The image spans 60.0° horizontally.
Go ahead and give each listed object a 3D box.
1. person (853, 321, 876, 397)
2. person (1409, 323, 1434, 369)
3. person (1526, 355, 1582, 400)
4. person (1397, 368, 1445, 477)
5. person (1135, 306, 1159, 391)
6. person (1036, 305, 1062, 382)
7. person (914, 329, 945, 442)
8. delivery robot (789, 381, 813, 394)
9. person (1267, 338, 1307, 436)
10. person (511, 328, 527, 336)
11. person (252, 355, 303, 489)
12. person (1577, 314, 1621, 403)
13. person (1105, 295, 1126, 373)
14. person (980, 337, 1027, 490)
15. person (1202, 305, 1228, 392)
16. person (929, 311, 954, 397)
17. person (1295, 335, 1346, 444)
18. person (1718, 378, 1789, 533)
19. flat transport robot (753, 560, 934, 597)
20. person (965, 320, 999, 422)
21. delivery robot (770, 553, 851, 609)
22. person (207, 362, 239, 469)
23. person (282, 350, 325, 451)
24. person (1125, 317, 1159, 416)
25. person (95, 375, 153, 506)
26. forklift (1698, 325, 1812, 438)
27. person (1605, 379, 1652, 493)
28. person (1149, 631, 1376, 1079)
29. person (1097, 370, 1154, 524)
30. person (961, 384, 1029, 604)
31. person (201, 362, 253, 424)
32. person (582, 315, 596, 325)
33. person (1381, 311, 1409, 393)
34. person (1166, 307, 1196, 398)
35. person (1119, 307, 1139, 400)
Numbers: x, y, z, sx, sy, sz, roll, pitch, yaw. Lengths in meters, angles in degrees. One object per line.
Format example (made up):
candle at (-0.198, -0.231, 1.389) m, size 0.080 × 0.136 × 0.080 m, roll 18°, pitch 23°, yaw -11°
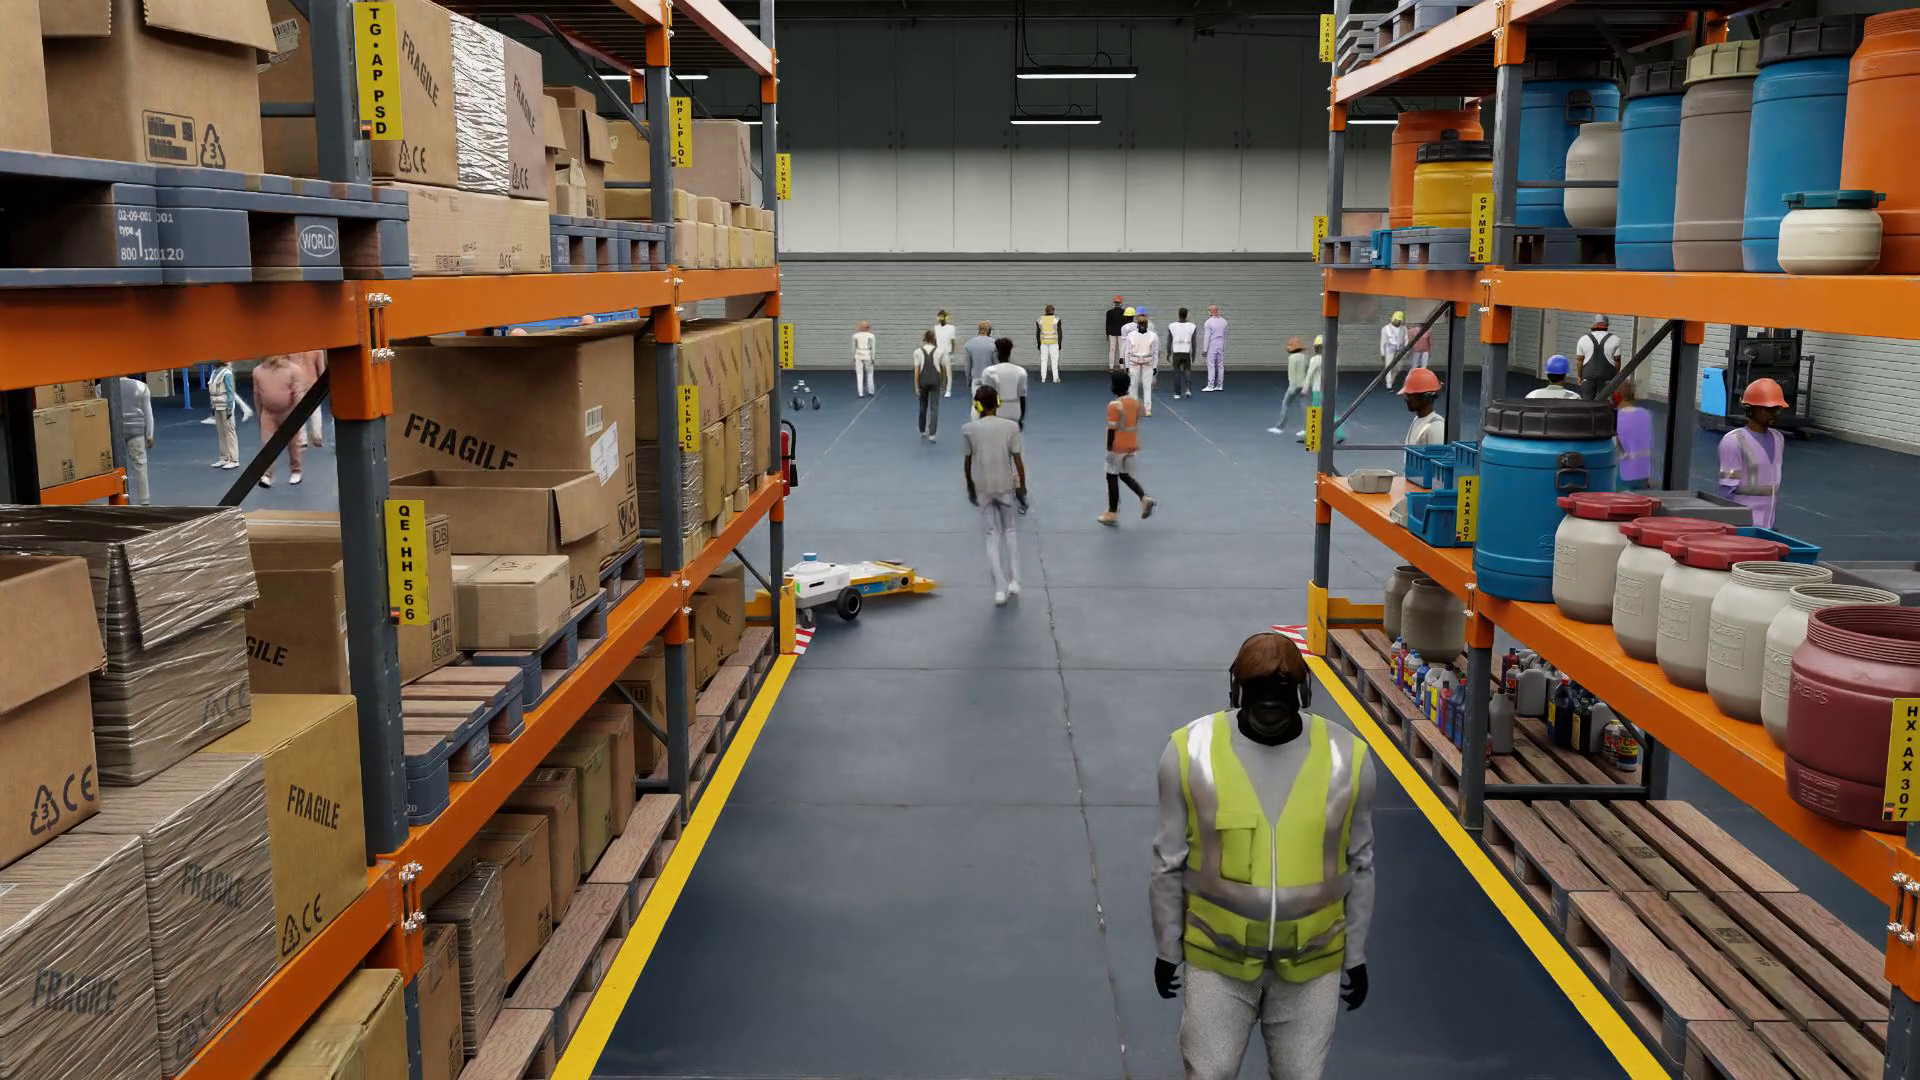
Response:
person at (-2.023, -3.856, 35.464) m, size 0.515 × 1.596 × 0.848 m, roll 2°, pitch 10°, yaw 9°
person at (10.256, -4.194, 37.037) m, size 0.535 × 1.743 × 0.576 m, roll 1°, pitch 10°, yaw 4°
person at (5.825, -0.840, 16.346) m, size 0.605 × 1.951 × 0.379 m, roll 9°, pitch 13°, yaw 43°
person at (3.565, -0.315, 12.934) m, size 0.395 × 2.038 × 0.615 m, roll 0°, pitch 9°, yaw 0°
person at (4.087, -4.232, 36.854) m, size 0.993 × 1.902 × 0.635 m, roll -6°, pitch 11°, yaw -30°
person at (2.144, -4.693, 39.773) m, size 0.619 × 1.837 × 0.430 m, roll 3°, pitch 10°, yaw 17°
person at (-0.491, -2.491, 26.781) m, size 0.495 × 1.785 × 0.964 m, roll 0°, pitch 9°, yaw 2°
delivery robot at (-3.101, -3.004, 32.552) m, size 0.335 × 0.223 × 0.698 m, roll -5°, pitch 11°, yaw -30°
person at (5.472, -2.526, 27.478) m, size 0.805 × 1.592 × 0.517 m, roll 8°, pitch 12°, yaw 39°
person at (-6.081, -1.965, 23.123) m, size 0.375 × 1.939 × 0.546 m, roll 4°, pitch 10°, yaw 21°
person at (-8.690, -1.601, 21.196) m, size 0.640 × 1.855 × 0.999 m, roll -1°, pitch 10°, yaw -7°
person at (10.435, -2.674, 27.189) m, size 0.676 × 2.000 × 0.536 m, roll 4°, pitch 10°, yaw 25°
person at (4.094, -5.350, 43.227) m, size 0.622 × 1.993 × 0.382 m, roll 2°, pitch 10°, yaw 14°
person at (0.558, -1.536, 20.540) m, size 0.612 × 1.942 × 0.772 m, roll -4°, pitch 10°, yaw -22°
person at (5.622, -4.248, 36.913) m, size 0.636 × 1.903 × 0.404 m, roll -6°, pitch 11°, yaw -34°
person at (-0.365, -3.908, 35.079) m, size 0.536 × 1.823 × 0.946 m, roll 4°, pitch 10°, yaw 22°
person at (5.684, -2.341, 26.010) m, size 0.911 × 1.721 × 0.525 m, roll 8°, pitch 12°, yaw 40°
person at (5.618, -0.123, 11.773) m, size 0.616 × 2.041 × 0.380 m, roll -6°, pitch 11°, yaw -31°
flat transport robot at (-0.989, 0.368, 14.260) m, size 1.431 × 0.197 × 0.652 m, roll -7°, pitch 12°, yaw -36°
person at (0.379, -2.552, 26.663) m, size 0.628 × 1.931 × 0.374 m, roll 4°, pitch 10°, yaw 22°
delivery robot at (-1.194, 0.346, 13.259) m, size 0.477 × 0.478 × 0.707 m, roll 7°, pitch 12°, yaw 34°
person at (-10.243, -1.815, 23.115) m, size 0.522 × 1.640 × 0.306 m, roll 8°, pitch 13°, yaw 41°
person at (-10.024, -2.363, 25.420) m, size 0.636 × 1.972 × 0.645 m, roll -3°, pitch 10°, yaw -18°
person at (3.382, -3.232, 31.001) m, size 0.627 × 1.844 × 0.429 m, roll 1°, pitch 10°, yaw 7°
person at (-9.524, -1.219, 18.970) m, size 0.591 × 1.833 × 0.404 m, roll -5°, pitch 11°, yaw -29°
forklift at (13.248, -3.165, 27.620) m, size 1.129 × 2.768 × 1.873 m, roll 0°, pitch 9°, yaw 1°
person at (5.950, -0.536, 14.900) m, size 0.606 × 1.818 × 0.434 m, roll -5°, pitch 11°, yaw -29°
person at (0.850, 1.160, 4.694) m, size 0.633 × 1.842 × 0.429 m, roll 1°, pitch 10°, yaw 4°
person at (1.791, -1.003, 18.086) m, size 0.561 × 1.684 × 0.543 m, roll 8°, pitch 12°, yaw 39°
person at (0.292, -0.403, 14.099) m, size 0.561 × 1.831 × 0.706 m, roll 0°, pitch 9°, yaw -2°
person at (-13.071, -2.984, 29.529) m, size 0.866 × 1.844 × 0.537 m, roll 1°, pitch 10°, yaw 6°
person at (-6.637, -3.092, 29.902) m, size 0.570 × 1.927 × 0.410 m, roll 4°, pitch 10°, yaw 21°
person at (9.566, -4.164, 36.716) m, size 0.617 × 1.797 × 0.666 m, roll -1°, pitch 10°, yaw -9°
person at (4.660, -3.937, 35.020) m, size 0.612 × 1.911 × 0.448 m, roll 0°, pitch 9°, yaw 1°
person at (3.519, -3.855, 34.474) m, size 0.369 × 1.927 × 0.587 m, roll 9°, pitch 13°, yaw 43°
